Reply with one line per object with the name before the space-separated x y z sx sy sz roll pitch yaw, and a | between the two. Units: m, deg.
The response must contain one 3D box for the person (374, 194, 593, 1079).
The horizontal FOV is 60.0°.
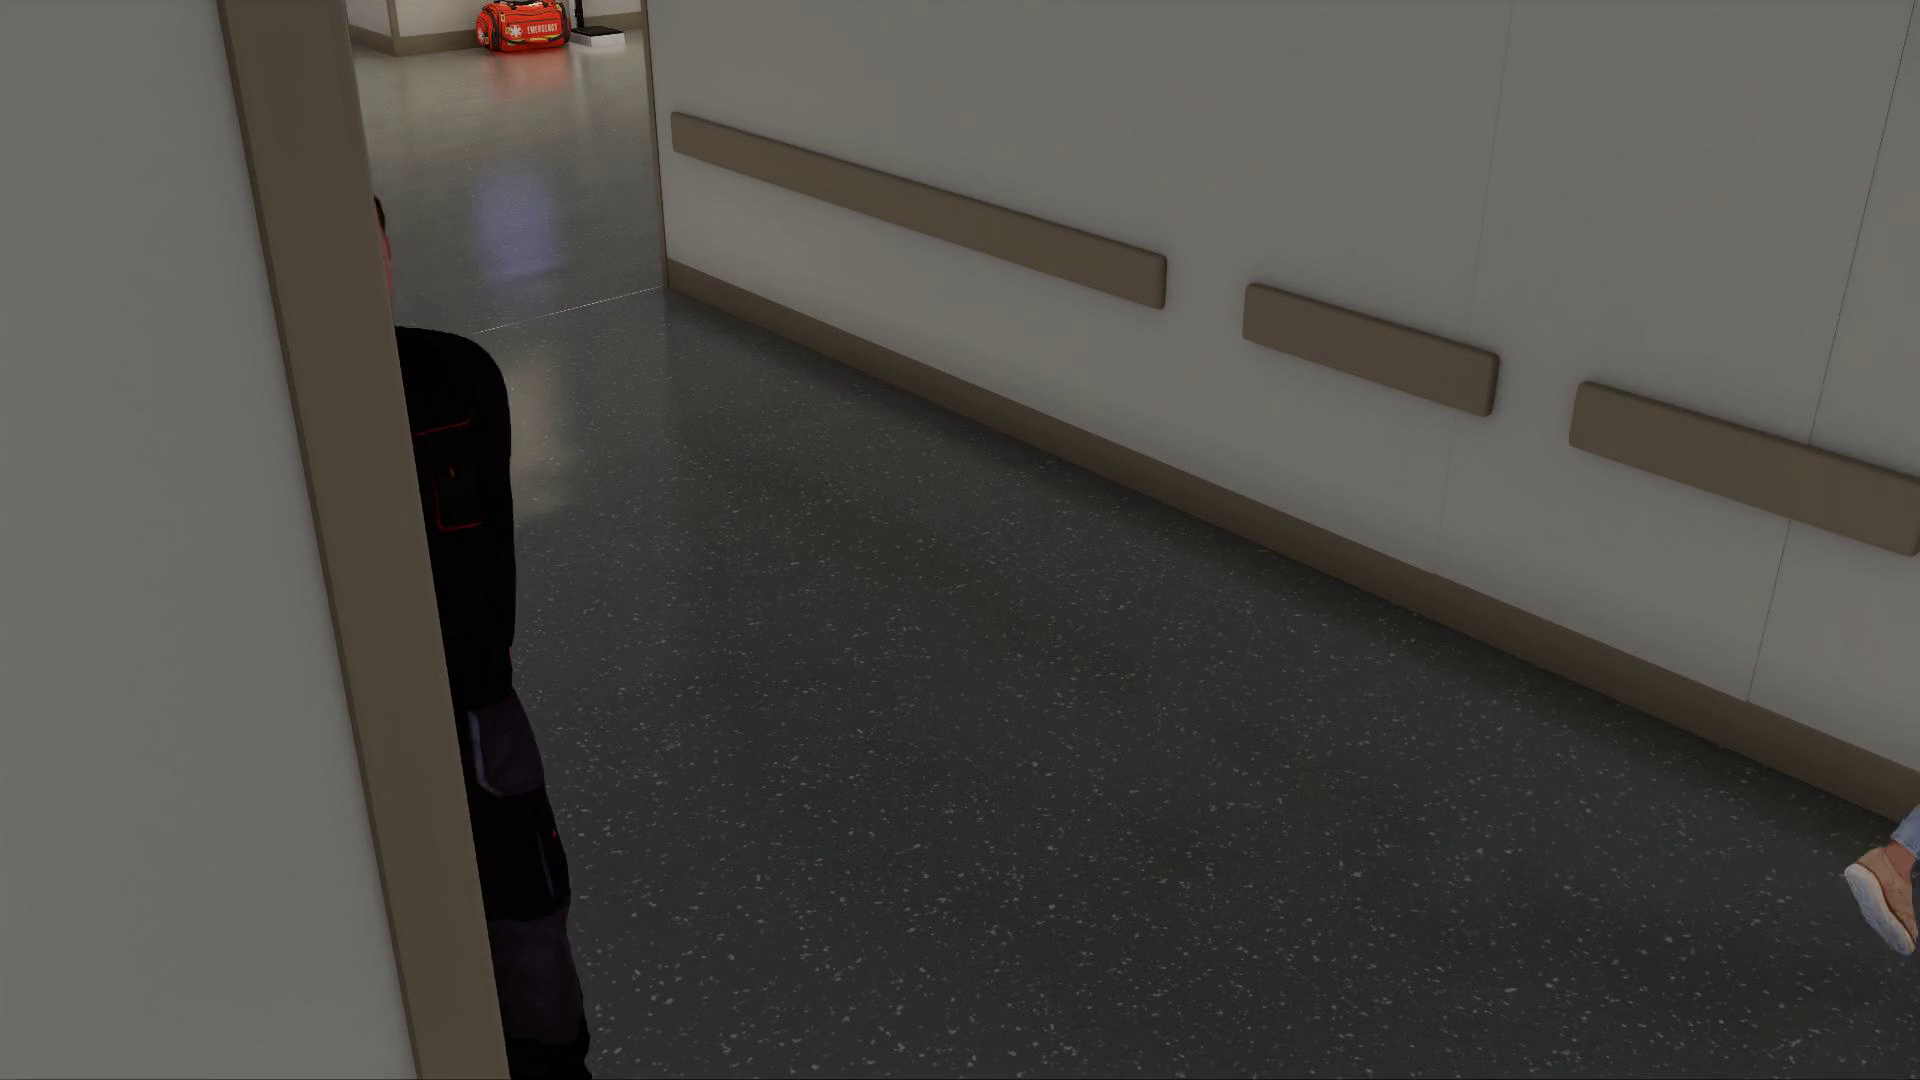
person | -1.037 0.274 2.987 0.915 1.881 0.816 -15 30 -28
